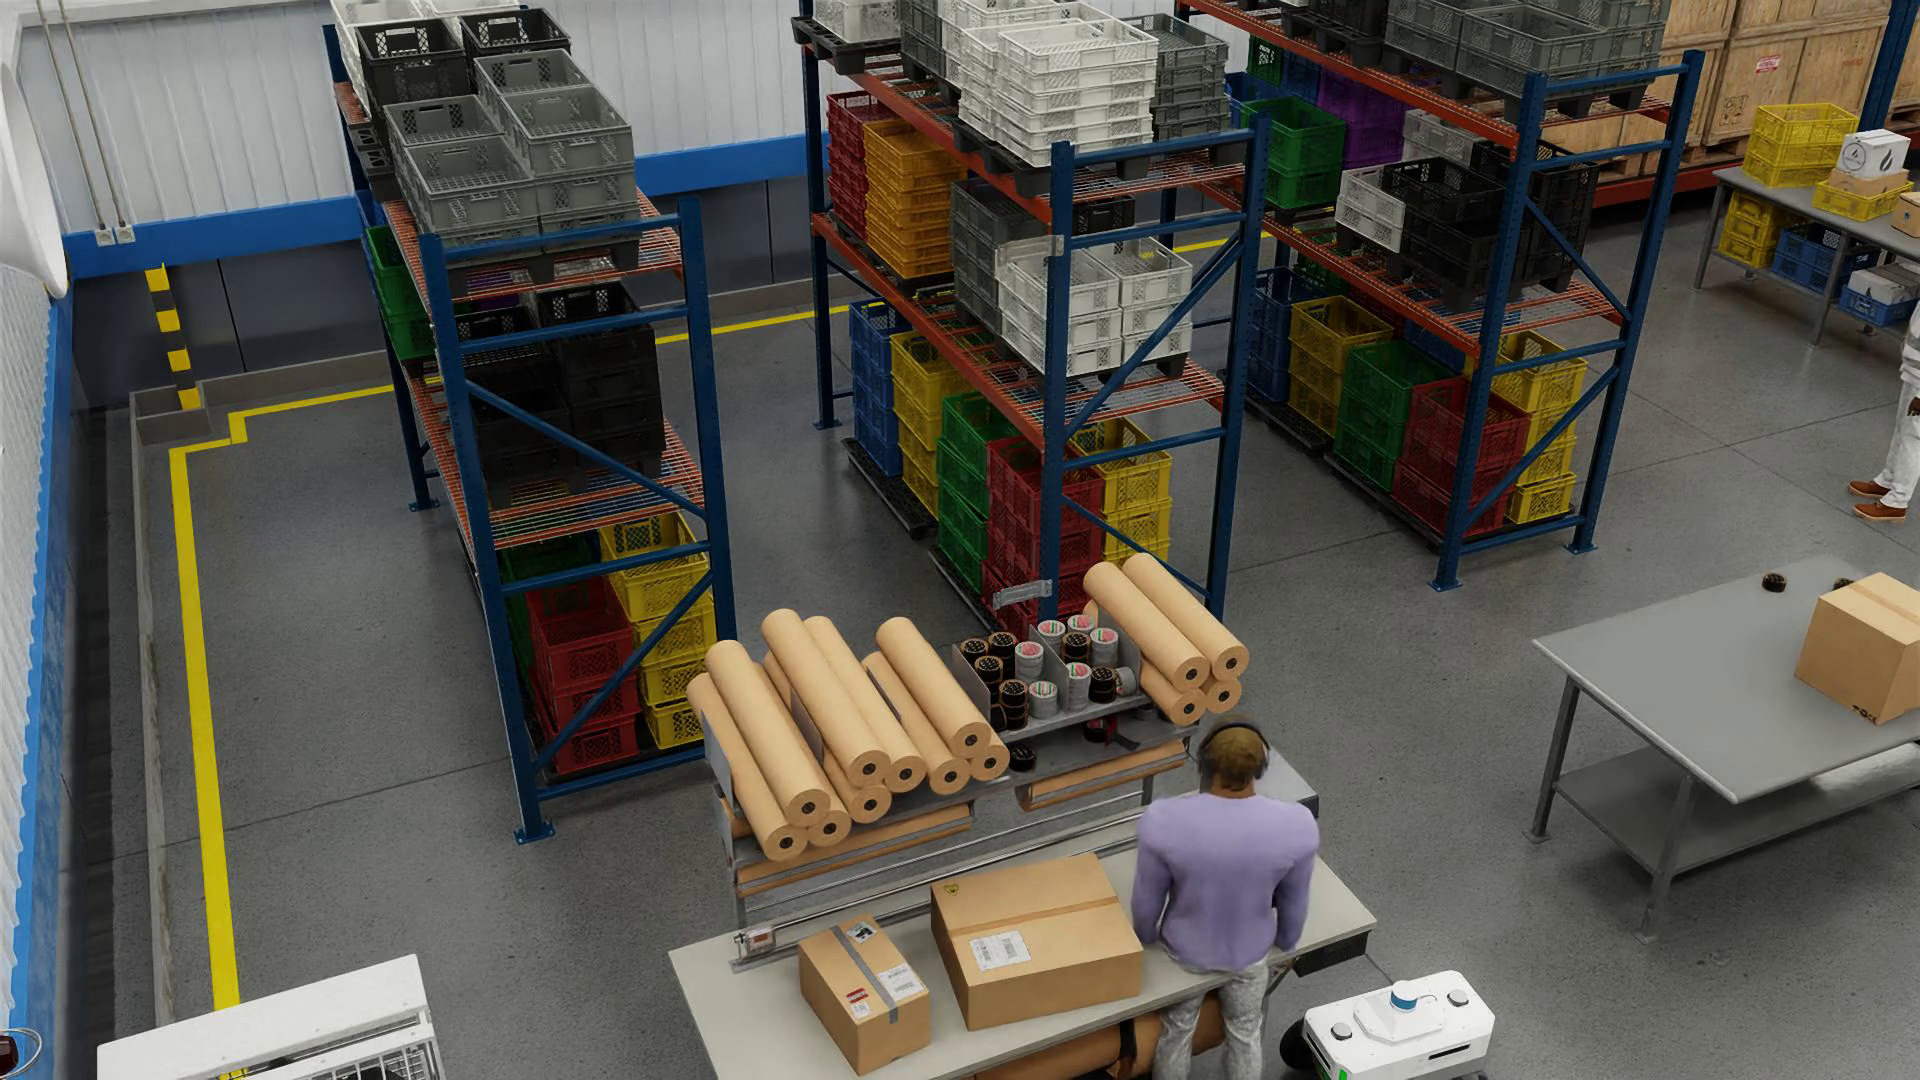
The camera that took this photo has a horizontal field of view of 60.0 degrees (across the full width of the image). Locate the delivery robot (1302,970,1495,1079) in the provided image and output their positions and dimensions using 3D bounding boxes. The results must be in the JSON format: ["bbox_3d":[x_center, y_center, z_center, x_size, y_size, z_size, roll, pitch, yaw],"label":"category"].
[{"bbox_3d":[1.702,1.921,6.470,0.707,0.478,0.477,-10,33,-16],"label":"delivery robot"}]

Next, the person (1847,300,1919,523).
[{"bbox_3d":[5.810,-0.991,10.029,0.356,1.883,0.573,11,33,18],"label":"person"}]

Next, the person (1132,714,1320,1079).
[{"bbox_3d":[0.931,1.449,6.025,0.631,1.932,0.372,1,32,2],"label":"person"}]
